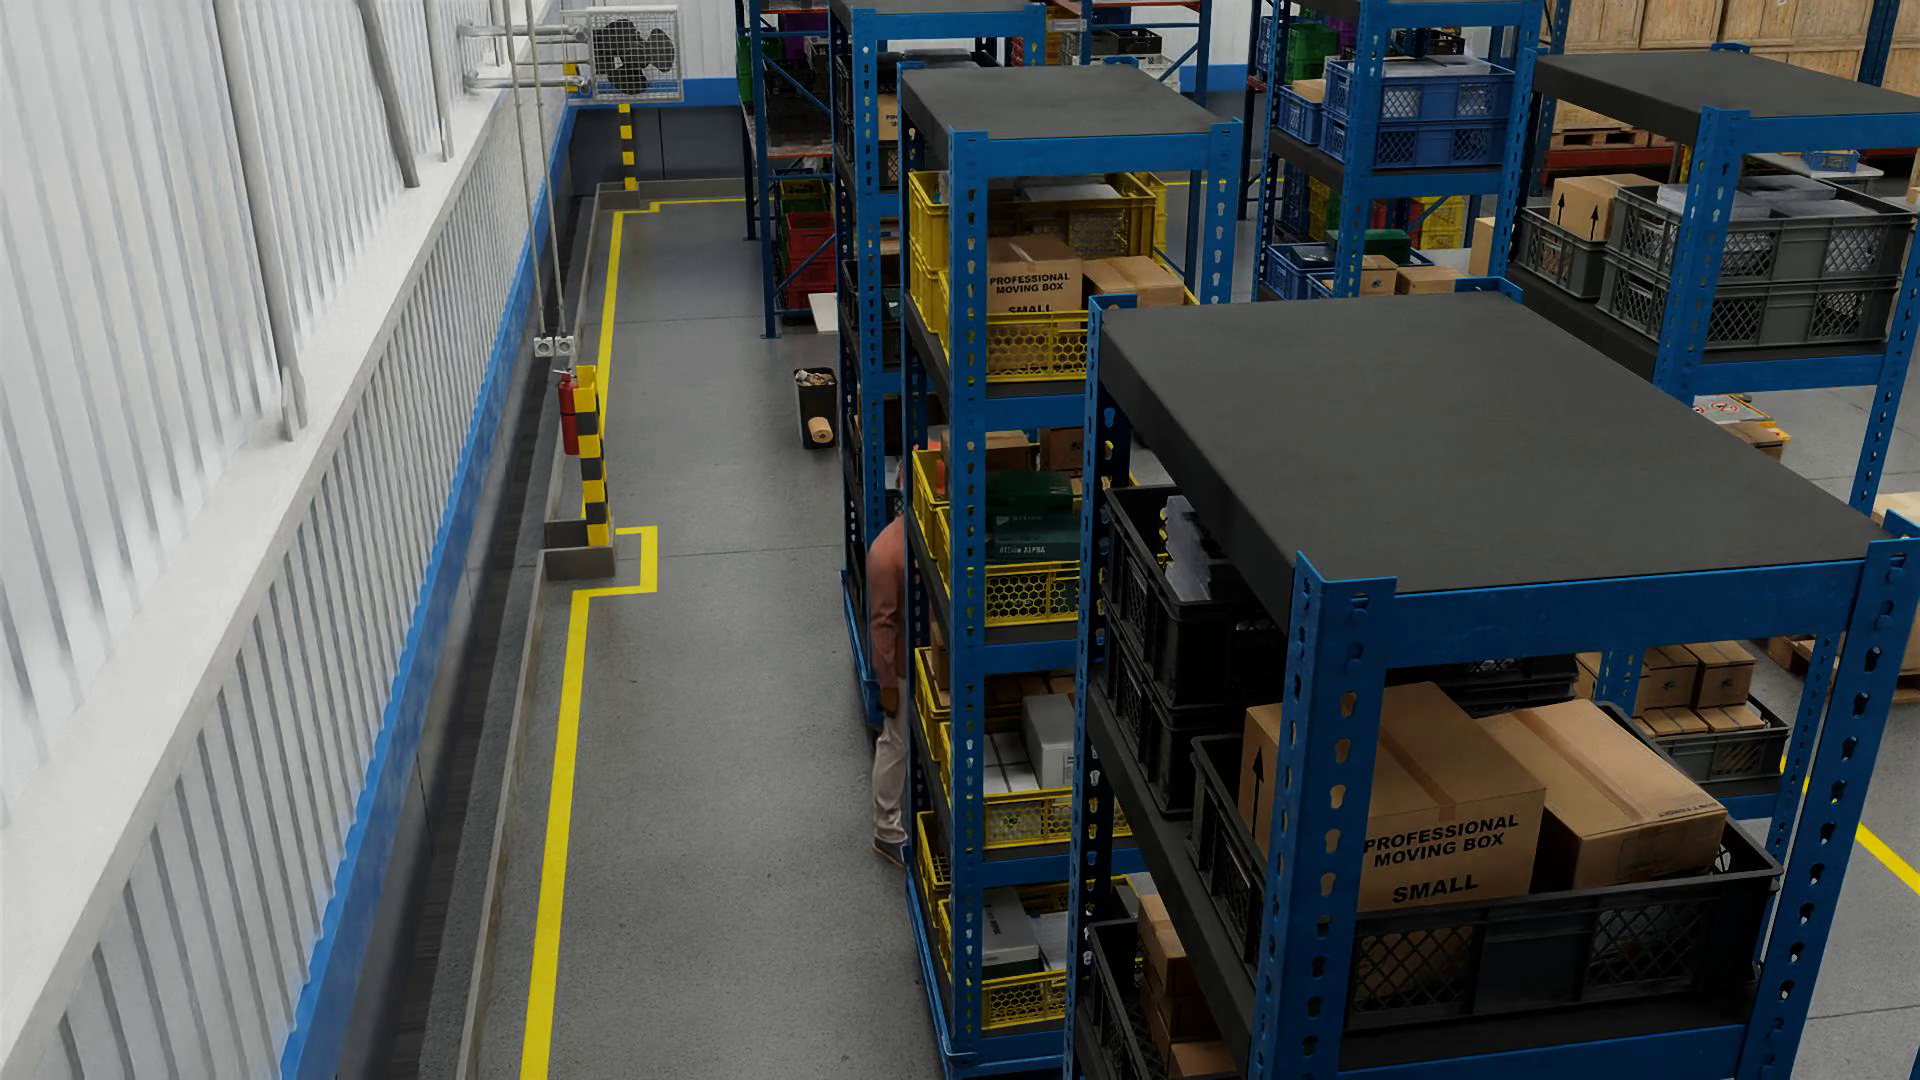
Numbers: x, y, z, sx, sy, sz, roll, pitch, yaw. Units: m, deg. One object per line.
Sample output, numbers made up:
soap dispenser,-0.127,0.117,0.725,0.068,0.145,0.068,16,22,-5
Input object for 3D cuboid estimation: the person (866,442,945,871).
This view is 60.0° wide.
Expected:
person,-0.140,0.500,7.151,0.414,1.985,0.608,18,30,34
